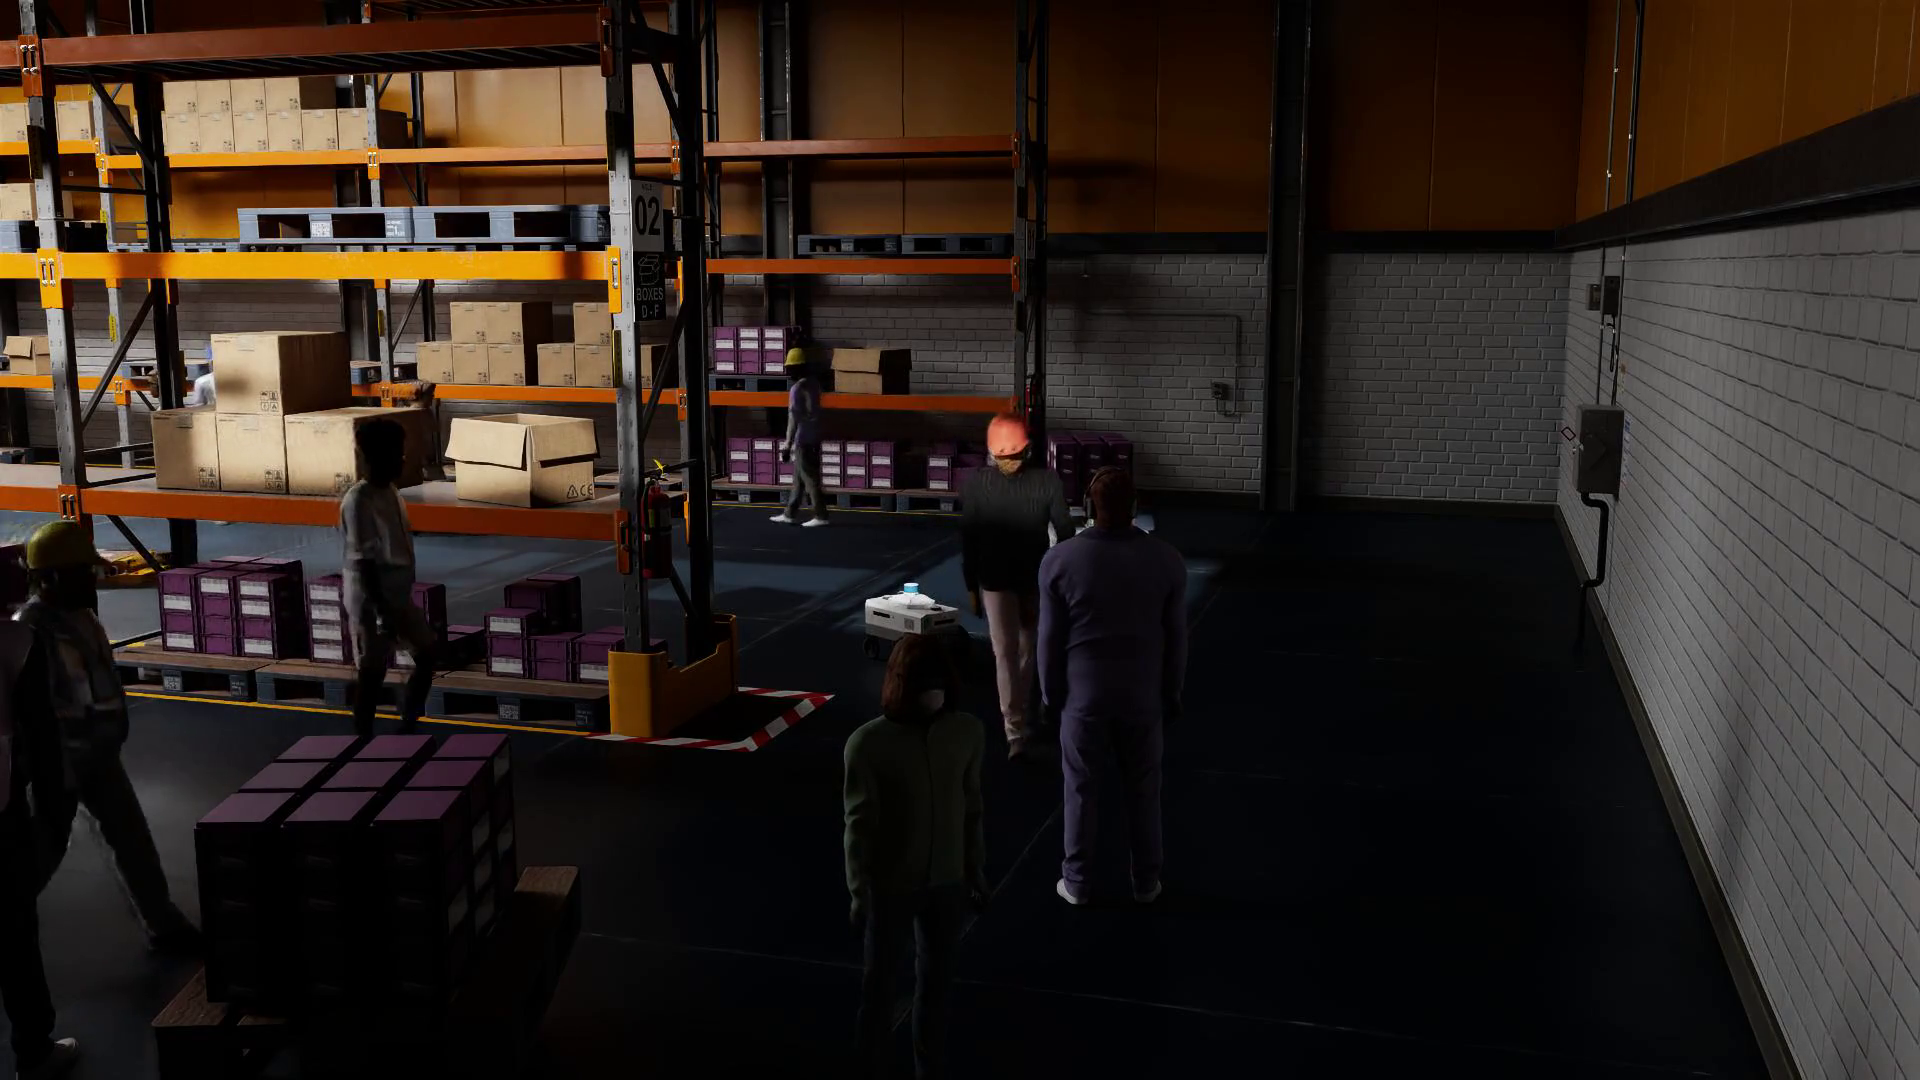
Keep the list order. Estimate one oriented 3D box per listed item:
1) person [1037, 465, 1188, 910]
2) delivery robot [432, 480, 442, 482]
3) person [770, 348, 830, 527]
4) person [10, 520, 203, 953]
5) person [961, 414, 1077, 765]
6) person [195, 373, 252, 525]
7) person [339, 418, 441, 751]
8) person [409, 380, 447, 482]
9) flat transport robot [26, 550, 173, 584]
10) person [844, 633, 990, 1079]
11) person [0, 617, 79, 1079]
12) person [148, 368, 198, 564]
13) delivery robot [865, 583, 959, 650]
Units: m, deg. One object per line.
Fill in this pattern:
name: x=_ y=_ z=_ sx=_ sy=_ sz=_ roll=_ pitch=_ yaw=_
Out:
person: x=0.644 y=0.632 z=7.108 sx=0.641 sy=1.913 sz=0.407 roll=0 pitch=9 yaw=-1
delivery robot: x=-5.363 y=-0.376 z=17.090 sx=0.707 sy=0.478 sz=0.477 roll=0 pitch=9 yaw=0
person: x=-1.694 y=-1.072 z=17.549 sx=0.653 sy=1.912 sz=0.630 roll=2 pitch=10 yaw=15
person: x=-3.443 y=0.806 z=6.427 sx=0.902 sy=1.791 sz=0.606 roll=-1 pitch=9 yaw=-6
person: x=0.339 y=0.264 z=9.278 sx=0.631 sy=1.918 sz=1.037 roll=-2 pitch=9 yaw=-10
person: x=-7.811 y=-1.131 z=17.760 sx=0.626 sy=1.943 sz=0.406 roll=-8 pitch=12 yaw=-41
person: x=-3.023 y=0.324 z=8.883 sx=0.600 sy=1.946 sz=0.611 roll=1 pitch=9 yaw=7
person: x=-5.558 y=-0.854 z=17.094 sx=0.813 sy=1.598 sz=0.497 roll=2 pitch=9 yaw=10
flat transport robot: x=-7.711 y=0.229 z=14.551 sx=1.431 sy=0.197 sz=0.652 roll=0 pitch=9 yaw=1
person: x=-0.130 y=1.084 z=5.192 sx=0.501 sy=1.632 sz=0.280 roll=-6 pitch=11 yaw=-32
person: x=-3.280 y=0.894 z=5.487 sx=0.597 sy=1.916 sz=0.370 roll=-2 pitch=10 yaw=-13
person: x=-7.116 y=-0.634 z=15.027 sx=0.344 sy=1.845 sz=0.506 roll=-2 pitch=9 yaw=-11
delivery robot: x=-0.338 y=0.541 z=11.501 sx=0.477 sy=0.478 sz=0.707 roll=-8 pitch=12 yaw=-41
